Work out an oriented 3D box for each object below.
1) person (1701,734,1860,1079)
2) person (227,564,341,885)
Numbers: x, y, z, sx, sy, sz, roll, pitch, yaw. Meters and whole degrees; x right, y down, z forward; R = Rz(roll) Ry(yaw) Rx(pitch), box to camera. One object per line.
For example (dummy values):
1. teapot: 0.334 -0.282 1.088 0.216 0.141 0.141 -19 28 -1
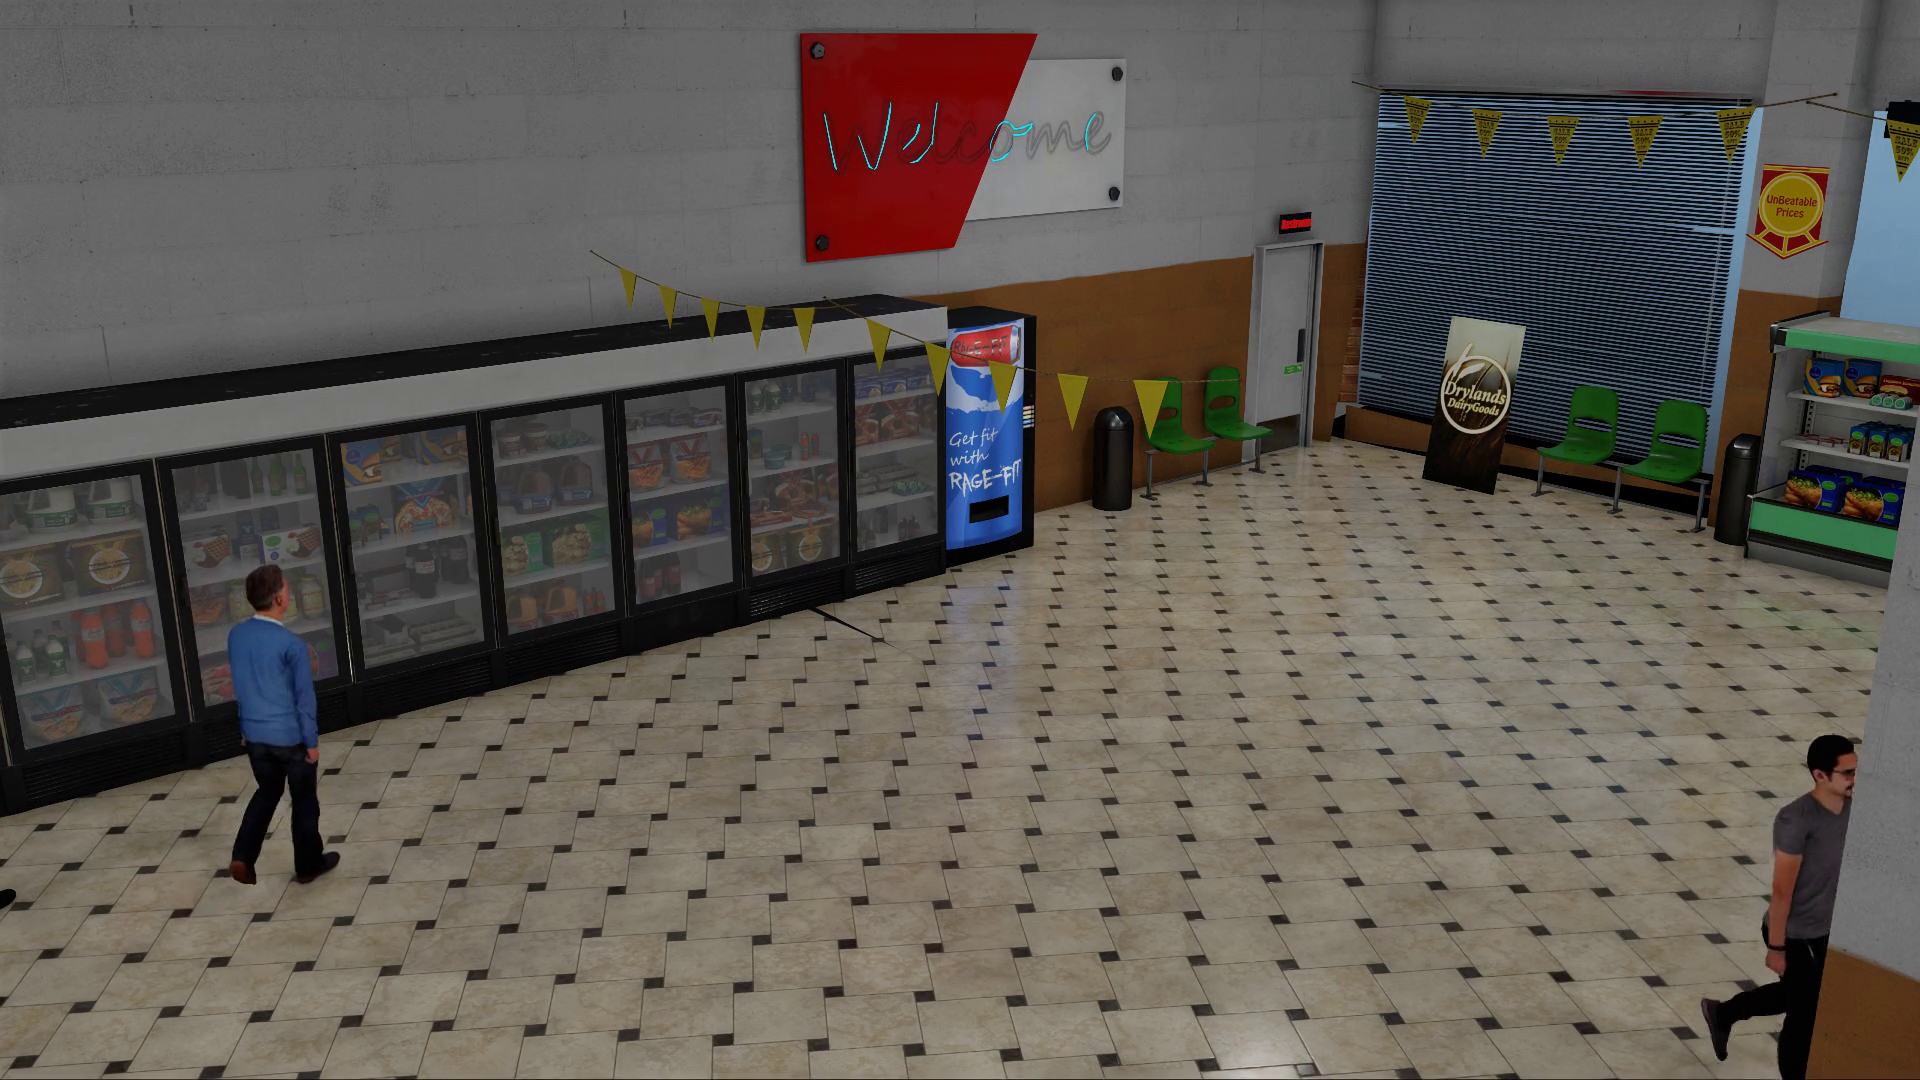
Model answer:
1. person: 3.472 1.604 6.946 0.674 1.733 0.984 -11 20 -33
2. person: -3.633 1.030 8.731 0.993 1.795 0.998 5 18 17
